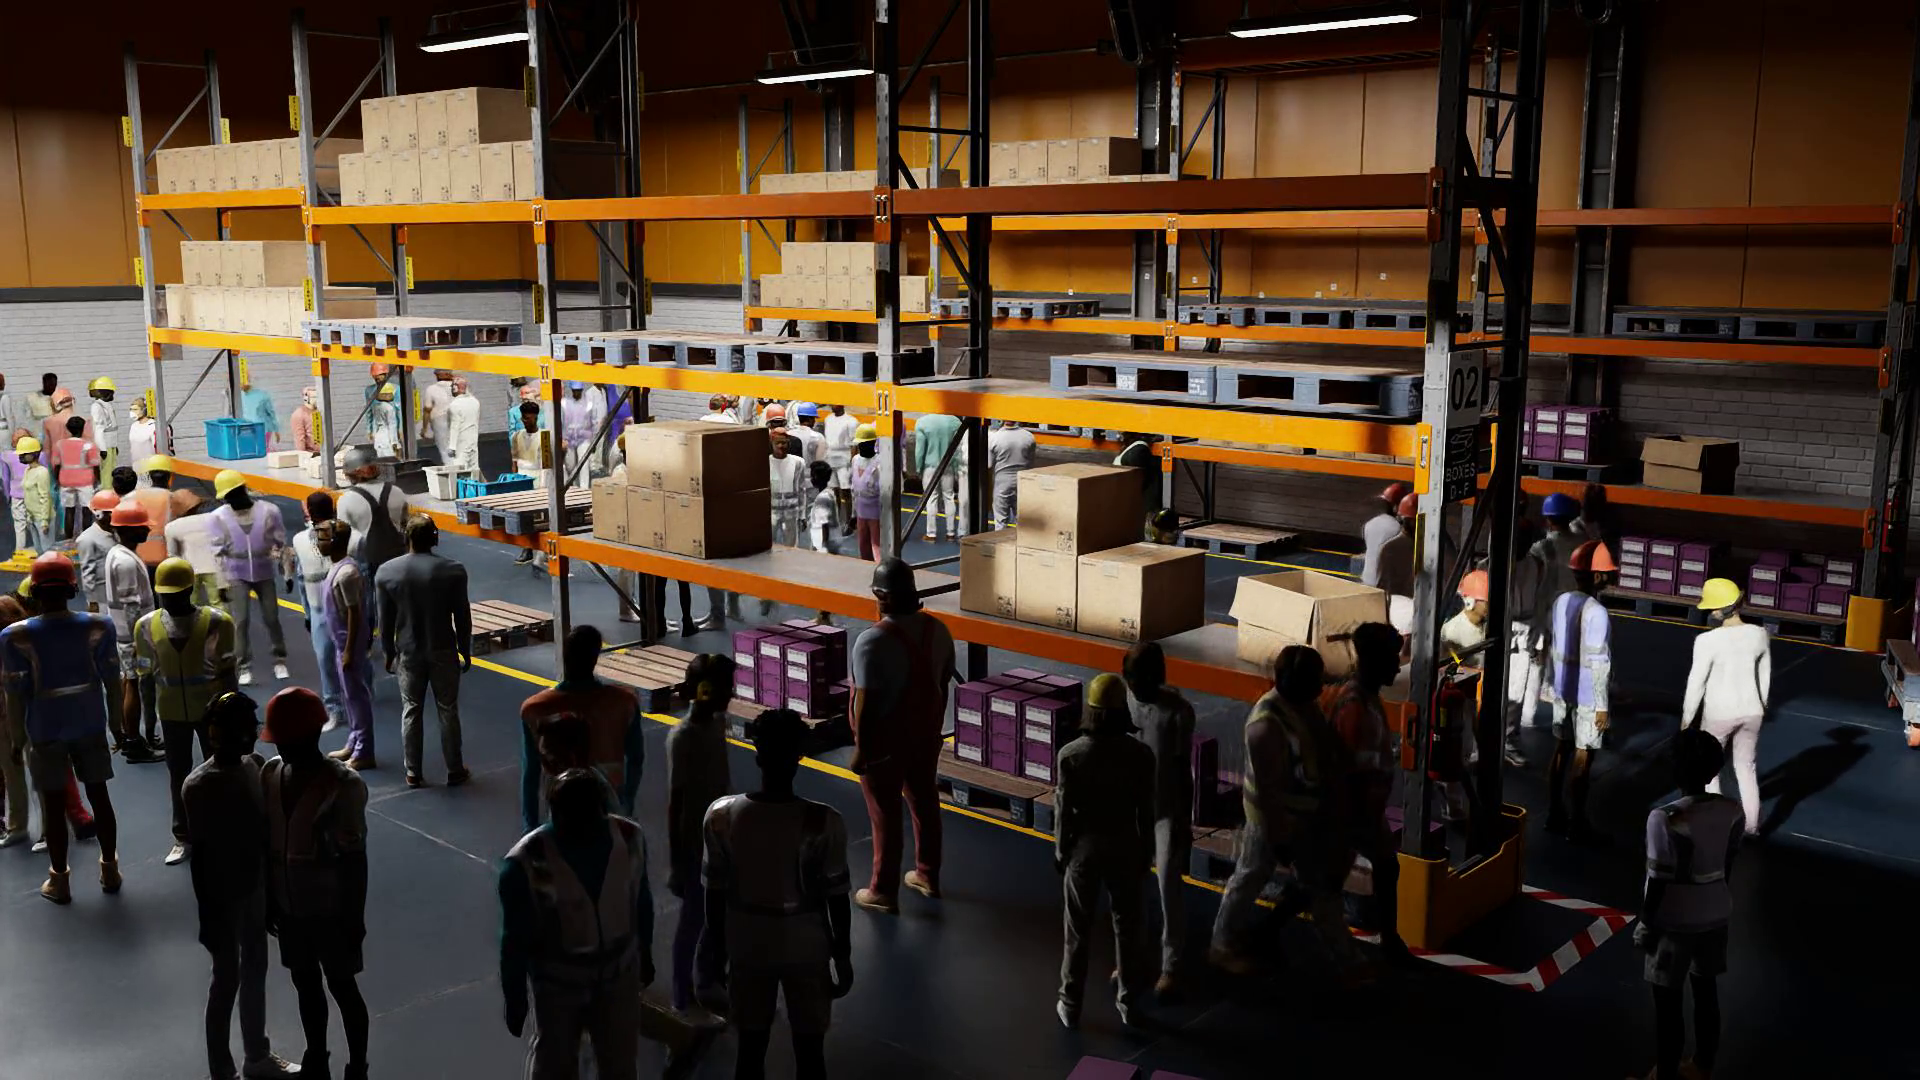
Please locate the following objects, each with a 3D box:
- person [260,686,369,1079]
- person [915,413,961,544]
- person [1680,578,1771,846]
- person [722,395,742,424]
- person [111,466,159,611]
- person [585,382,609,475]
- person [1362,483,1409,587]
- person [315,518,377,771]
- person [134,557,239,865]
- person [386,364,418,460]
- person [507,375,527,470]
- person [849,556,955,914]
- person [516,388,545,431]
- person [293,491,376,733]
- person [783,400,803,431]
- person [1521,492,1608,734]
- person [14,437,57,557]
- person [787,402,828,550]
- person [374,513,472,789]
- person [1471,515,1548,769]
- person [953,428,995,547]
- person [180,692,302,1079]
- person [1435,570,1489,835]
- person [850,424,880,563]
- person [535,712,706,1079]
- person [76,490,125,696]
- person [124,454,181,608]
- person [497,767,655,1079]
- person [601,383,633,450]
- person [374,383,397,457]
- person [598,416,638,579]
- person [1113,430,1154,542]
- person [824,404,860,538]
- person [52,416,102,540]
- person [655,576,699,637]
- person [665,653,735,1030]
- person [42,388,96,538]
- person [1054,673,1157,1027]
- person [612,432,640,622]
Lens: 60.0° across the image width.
[{"bbox_3d":[-2.800,1.562,7.185,0.543,1.929,0.386,4,11,23],"label":"person"},{"bbox_3d":[-0.277,-0.917,21.165,0.632,1.938,0.359,-4,11,-20],"label":"person"},{"bbox_3d":[4.810,1.092,10.428,0.546,1.722,0.363,-2,10,-11],"label":"person"},{"bbox_3d":[-3.343,-1.344,24.420,0.311,1.642,0.513,2,10,13],"label":"person"},{"bbox_3d":[-7.909,0.132,15.945,0.322,1.690,0.533,-2,10,-9],"label":"person"},{"bbox_3d":[-6.000,-1.969,27.640,0.340,1.748,0.563,2,10,14],"label":"person"},{"bbox_3d":[3.720,0.370,14.471,0.446,1.726,0.565,-5,11,-25],"label":"person"},{"bbox_3d":[-4.429,0.751,11.995,0.342,1.845,0.506,-5,11,-25],"label":"person"},{"bbox_3d":[-4.702,1.043,10.154,0.582,1.919,0.398,-2,10,-10],"label":"person"},{"bbox_3d":[-9.600,-2.156,28.297,0.676,1.887,0.540,-6,12,-32],"label":"person"},{"bbox_3d":[-7.423,-2.031,28.055,0.488,1.730,0.324,3,10,16],"label":"person"},{"bbox_3d":[-0.387,1.091,9.520,0.688,2.000,0.536,-9,14,-42],"label":"person"},{"bbox_3d":[-5.707,-1.092,22.273,0.713,1.900,0.401,5,11,26],"label":"person"},{"bbox_3d":[-4.932,0.521,13.212,0.595,1.888,0.791,0,10,0],"label":"person"},{"bbox_3d":[-2.401,-1.387,23.885,0.380,1.917,0.586,-2,10,-13],"label":"person"},{"bbox_3d":[4.650,0.593,12.757,0.638,1.909,0.937,-3,11,-18],"label":"person"},{"bbox_3d":[-9.850,-0.225,17.765,0.527,1.761,0.340,9,14,42],"label":"person"},{"bbox_3d":[-1.827,-0.666,19.747,0.609,1.936,0.412,5,11,26],"label":"person"},{"bbox_3d":[-3.717,0.775,11.601,0.633,1.939,0.368,-2,10,-10],"label":"person"},{"bbox_3d":[3.950,0.740,11.985,0.578,1.875,0.367,-2,10,-13],"label":"person"},{"bbox_3d":[0.187,-0.806,20.977,0.598,1.779,0.917,1,10,6],"label":"person"},{"bbox_3d":[-3.179,1.569,7.337,0.326,1.863,0.509,2,10,13],"label":"person"},{"bbox_3d":[3.261,1.040,10.678,0.570,1.735,0.408,-7,12,-36],"label":"person"},{"bbox_3d":[-0.963,-0.284,17.657,0.395,1.919,0.582,-9,13,-40],"label":"person"},{"bbox_3d":[-1.539,1.611,7.238,0.768,1.814,0.583,-5,11,-26],"label":"person"},{"bbox_3d":[-7.169,0.437,14.063,0.356,1.742,0.573,2,10,9],"label":"person"},{"bbox_3d":[-7.284,0.184,15.090,0.644,1.888,0.669,-2,10,-10],"label":"person"},{"bbox_3d":[-1.528,1.729,6.675,0.677,1.787,0.957,-6,12,-31],"label":"person"},{"bbox_3d":[-5.644,-2.163,27.919,0.679,2.000,0.537,6,12,32],"label":"person"},{"bbox_3d":[-8.592,-1.492,24.968,0.491,1.743,0.324,9,14,42],"label":"person"},{"bbox_3d":[-3.872,-0.471,18.890,0.630,1.868,0.664,-4,11,-23],"label":"person"},{"bbox_3d":[1.836,-0.425,18.097,0.536,2.000,0.703,1,10,4],"label":"person"},{"bbox_3d":[-1.566,-1.009,21.607,0.611,1.964,0.361,9,14,42],"label":"person"},{"bbox_3d":[-10.920,-0.687,20.589,0.564,1.688,0.320,-1,10,-6],"label":"person"},{"bbox_3d":[-2.795,-0.015,16.096,0.542,1.929,0.369,0,10,3],"label":"person"},{"bbox_3d":[-1.256,1.454,8.010,0.355,1.854,0.627,4,11,19],"label":"person"},{"bbox_3d":[-11.414,-0.976,21.404,0.657,1.976,0.469,-2,10,-9],"label":"person"},{"bbox_3d":[0.701,1.500,8.087,0.492,1.733,0.326,-1,10,-4],"label":"person"},{"bbox_3d":[-3.319,-0.140,16.801,0.365,1.928,0.594,0,10,-1],"label":"person"}]
